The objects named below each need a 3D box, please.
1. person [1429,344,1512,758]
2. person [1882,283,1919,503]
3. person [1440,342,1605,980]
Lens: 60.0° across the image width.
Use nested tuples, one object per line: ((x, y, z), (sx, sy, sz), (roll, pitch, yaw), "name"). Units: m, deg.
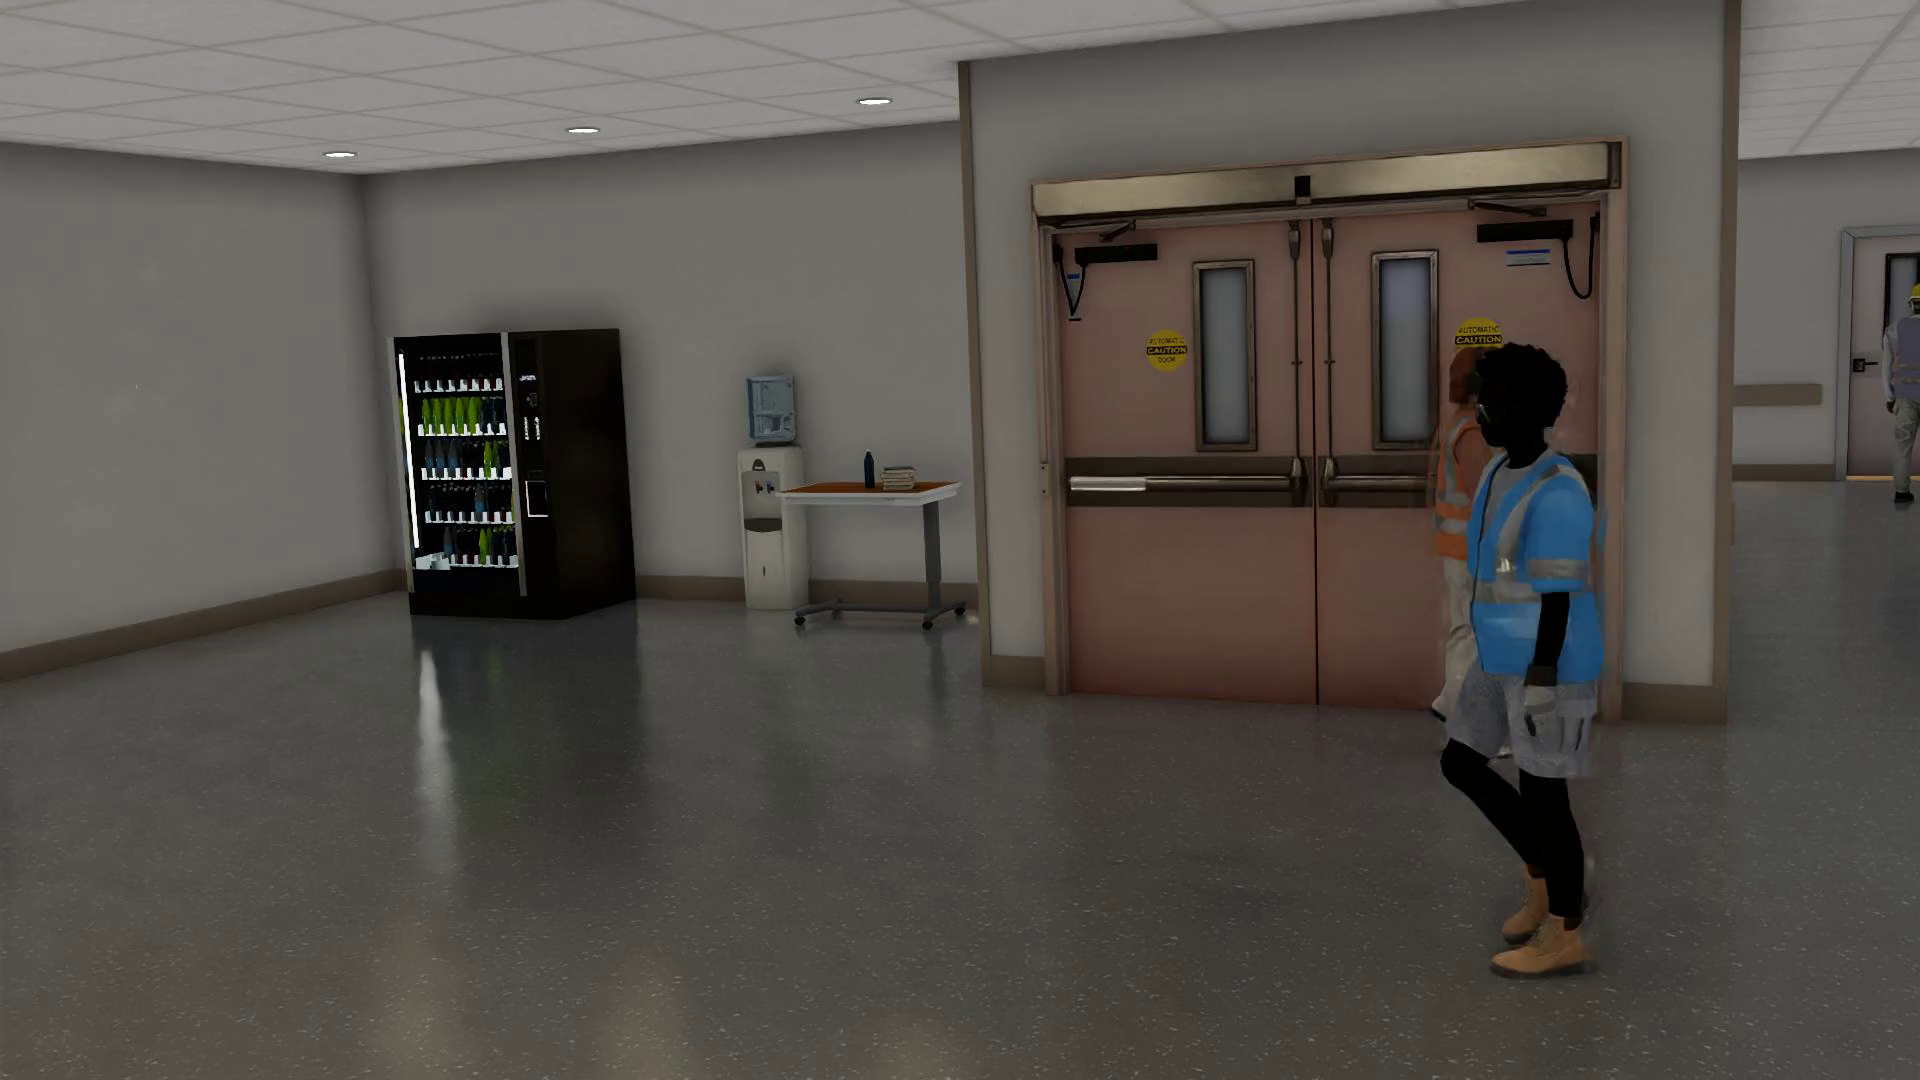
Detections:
((2.040, 0.056, 6.486), (0.376, 1.623, 0.526), (1, 8, 21), "person")
((7.868, -1.204, 13.594), (0.404, 1.834, 0.591), (-8, 9, -35), "person")
((1.480, 0.324, 4.367), (0.366, 1.681, 0.550), (-3, 7, -2), "person")
